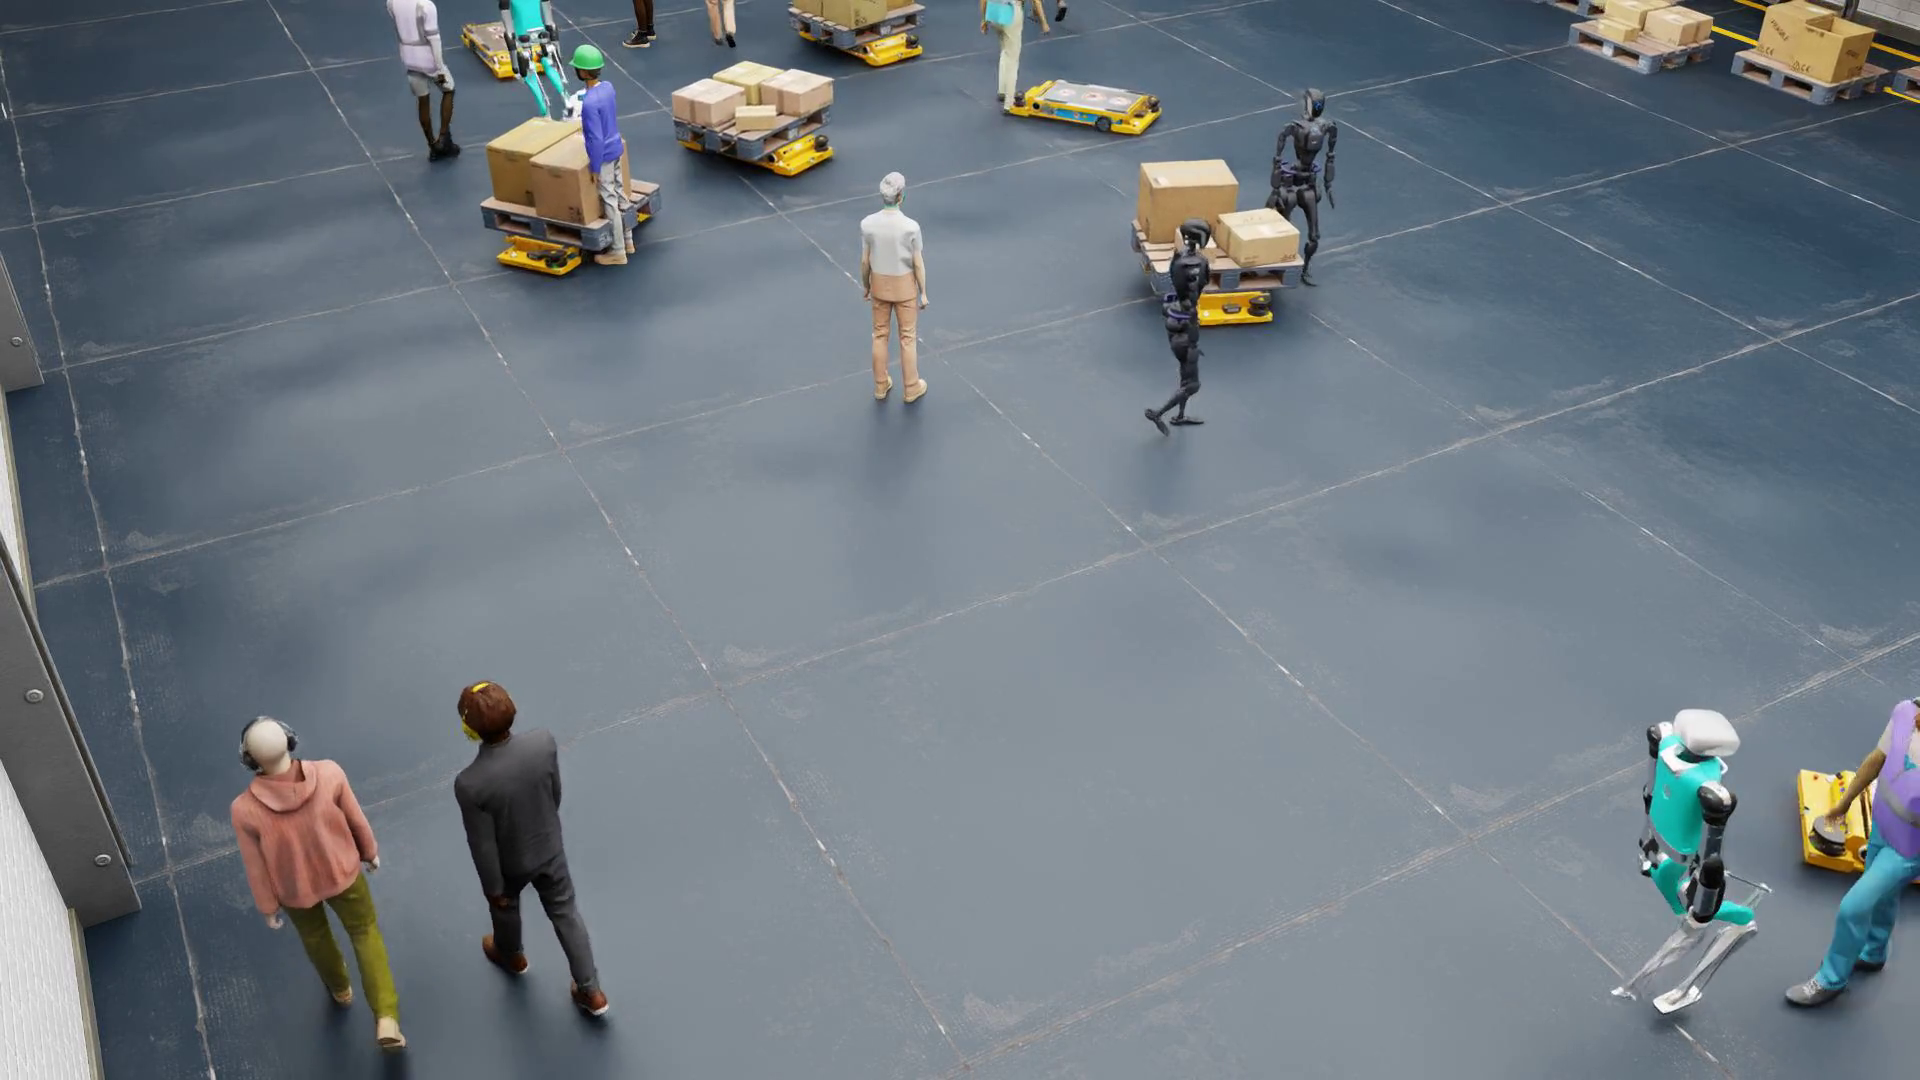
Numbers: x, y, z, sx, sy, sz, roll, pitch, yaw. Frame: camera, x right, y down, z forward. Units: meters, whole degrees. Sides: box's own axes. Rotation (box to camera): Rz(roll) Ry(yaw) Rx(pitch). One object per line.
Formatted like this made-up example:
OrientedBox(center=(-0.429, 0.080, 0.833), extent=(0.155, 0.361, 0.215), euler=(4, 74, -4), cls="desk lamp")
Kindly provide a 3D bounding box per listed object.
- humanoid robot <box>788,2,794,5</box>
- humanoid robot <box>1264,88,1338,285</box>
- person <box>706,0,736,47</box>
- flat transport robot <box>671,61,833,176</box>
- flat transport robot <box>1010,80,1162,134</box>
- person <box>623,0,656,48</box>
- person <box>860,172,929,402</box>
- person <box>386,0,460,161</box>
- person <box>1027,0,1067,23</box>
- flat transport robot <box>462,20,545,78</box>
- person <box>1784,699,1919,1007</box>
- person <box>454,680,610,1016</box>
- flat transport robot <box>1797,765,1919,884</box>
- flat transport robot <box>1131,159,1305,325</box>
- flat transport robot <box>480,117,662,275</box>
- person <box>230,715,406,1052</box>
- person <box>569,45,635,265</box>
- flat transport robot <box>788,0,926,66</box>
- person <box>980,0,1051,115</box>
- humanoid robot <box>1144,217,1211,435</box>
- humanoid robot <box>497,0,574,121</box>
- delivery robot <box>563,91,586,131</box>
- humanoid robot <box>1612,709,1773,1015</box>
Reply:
OrientedBox(center=(-1.828, -7.009, 19.326), extent=(0.735, 1.677, 0.533), euler=(-2, 35, -3), cls="humanoid robot")
OrientedBox(center=(2.779, -2.896, 13.623), extent=(0.596, 1.646, 0.392), euler=(-10, 36, -14), cls="humanoid robot")
OrientedBox(center=(-2.738, -6.294, 18.495), extent=(0.486, 1.649, 0.616), euler=(-3, 35, -4), cls="person")
OrientedBox(center=(-2.009, -3.895, 16.276), extent=(1.431, 0.231, 0.659), euler=(21, 40, 27), cls="flat transport robot")
OrientedBox(center=(1.293, -4.457, 17.080), extent=(1.431, 0.231, 0.659), euler=(15, 38, 21), cls="flat transport robot")
OrientedBox(center=(-3.648, -6.503, 18.523), extent=(0.368, 1.966, 0.605), euler=(6, 35, 9), cls="person")
OrientedBox(center=(-0.477, -1.817, 12.021), extent=(0.493, 1.744, 0.301), euler=(9, 36, 13), cls="person")
OrientedBox(center=(-5.079, -4.566, 15.798), extent=(0.538, 1.918, 0.445), euler=(10, 36, 14), cls="person")
OrientedBox(center=(0.985, -6.900, 19.120), extent=(0.588, 1.926, 0.562), euler=(-14, 37, -19), cls="person")
OrientedBox(center=(-5.054, -5.503, 18.572), extent=(0.659, 0.231, 1.431), euler=(-18, 39, -24), cls="flat transport robot")
OrientedBox(center=(4.120, 1.340, 7.447), extent=(0.715, 1.818, 0.558), euler=(-1, 35, -1), cls="person")
OrientedBox(center=(-1.944, 1.362, 7.392), extent=(0.497, 1.845, 0.812), euler=(-26, 42, -32), cls="person")
OrientedBox(center=(5.100, 1.540, 8.516), extent=(1.431, 0.231, 0.659), euler=(11, 37, 15), cls="flat transport robot")
OrientedBox(center=(2.100, -2.193, 13.846), extent=(0.659, 0.231, 1.431), euler=(-4, 35, -6), cls="flat transport robot")
OrientedBox(center=(-3.373, -2.733, 14.618), extent=(0.659, 0.231, 1.431), euler=(14, 37, 20), cls="flat transport robot")
OrientedBox(center=(-2.785, 1.493, 7.233), extent=(0.546, 1.815, 0.777), euler=(-19, 39, -25), cls="person")
OrientedBox(center=(-2.991, -3.209, 13.901), extent=(0.349, 1.874, 0.459), euler=(7, 36, 10), cls="person")
OrientedBox(center=(-1.142, -5.699, 18.852), extent=(0.659, 0.231, 1.431), euler=(-28, 44, -34), cls="flat transport robot")
OrientedBox(center=(0.534, -5.235, 16.846), extent=(0.694, 1.811, 0.509), euler=(27, 43, 33), cls="person")
OrientedBox(center=(1.555, -1.510, 11.649), extent=(0.432, 1.648, 0.615), euler=(-1, 35, -2), cls="humanoid robot")
OrientedBox(center=(-3.945, -4.489, 15.852), extent=(0.532, 1.782, 0.794), euler=(-24, 42, -30), cls="humanoid robot")
OrientedBox(center=(-3.673, -4.087, 16.317), extent=(0.499, 0.613, 0.807), euler=(-2, 35, -3), cls="delivery robot")
OrientedBox(center=(3.322, 1.467, 7.356), extent=(0.789, 1.808, 0.555), euler=(-6, 35, -8), cls="humanoid robot")
